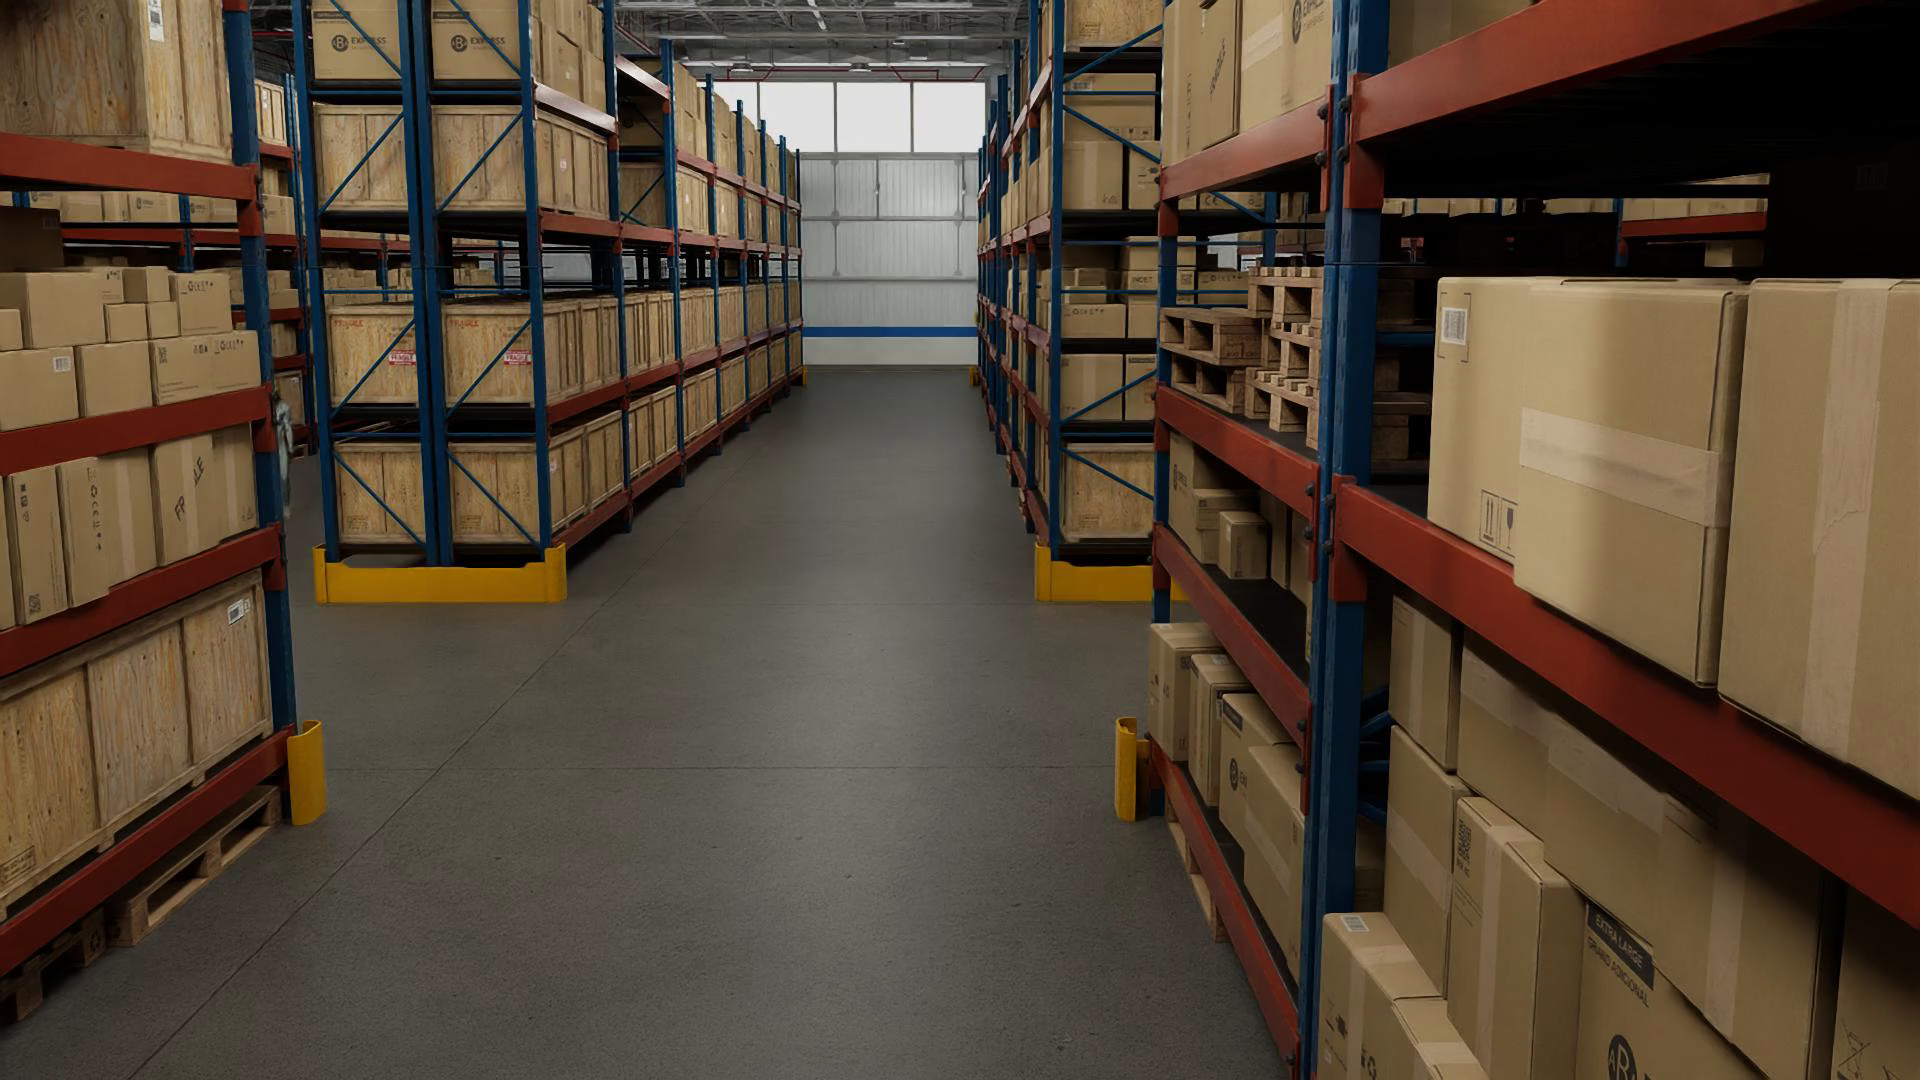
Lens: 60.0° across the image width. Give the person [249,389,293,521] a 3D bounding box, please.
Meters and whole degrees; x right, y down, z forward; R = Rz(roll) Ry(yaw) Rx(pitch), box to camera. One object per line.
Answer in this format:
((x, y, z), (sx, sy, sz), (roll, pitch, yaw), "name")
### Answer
((-8.285, -1.071, 19.981), (0.498, 1.721, 0.658), (-3, 10, -17), "person")
